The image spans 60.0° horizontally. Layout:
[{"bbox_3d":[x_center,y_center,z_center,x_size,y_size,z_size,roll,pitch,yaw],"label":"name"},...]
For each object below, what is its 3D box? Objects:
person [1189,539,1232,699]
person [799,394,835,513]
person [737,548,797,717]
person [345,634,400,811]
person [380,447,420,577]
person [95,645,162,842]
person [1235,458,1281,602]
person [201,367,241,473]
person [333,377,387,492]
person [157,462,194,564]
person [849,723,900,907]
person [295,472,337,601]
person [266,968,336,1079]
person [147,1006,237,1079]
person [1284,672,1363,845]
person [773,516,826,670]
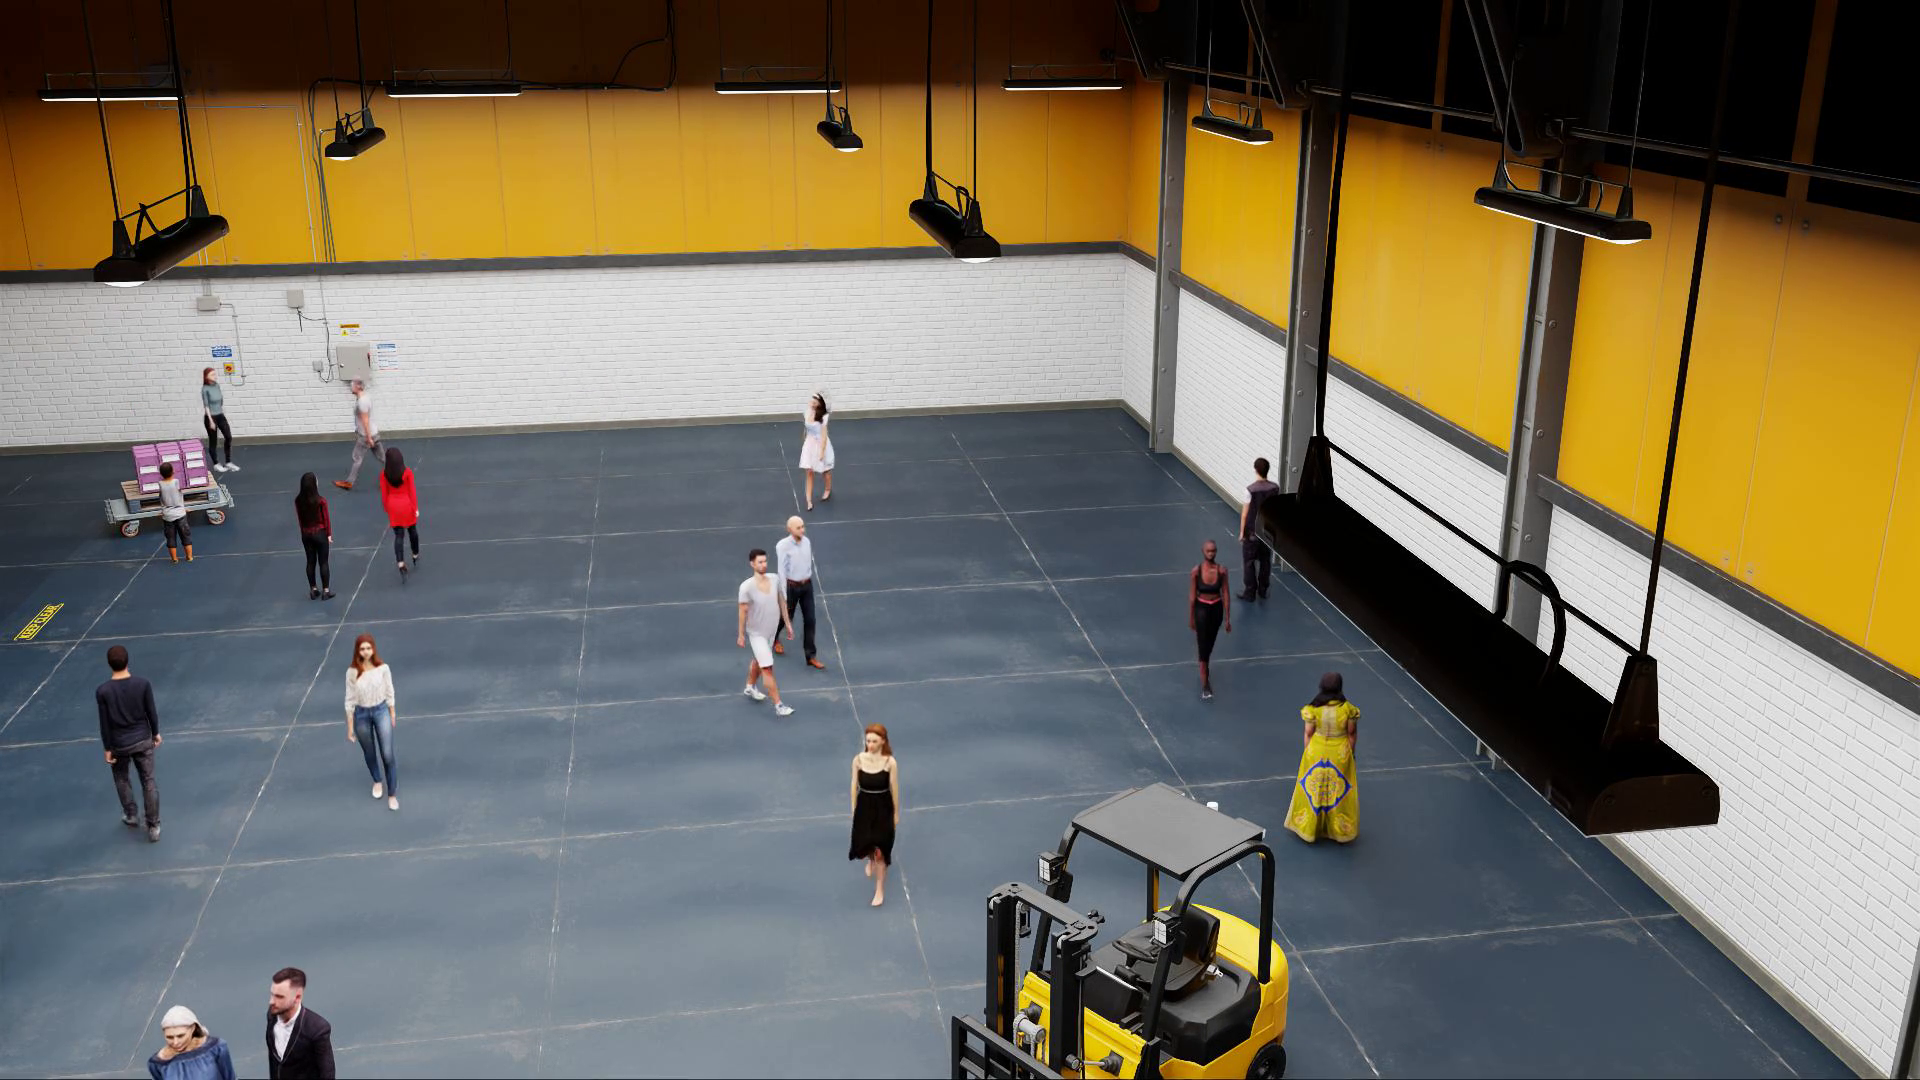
[{"bbox_3d":[2.756,0.818,18.465,0.651,1.712,1.193,-1,19,-4],"label":"person"},{"bbox_3d":[-2.103,-1.314,24.739,1.003,1.749,1.210,10,21,27],"label":"person"},{"bbox_3d":[-2.174,0.958,17.898,1.291,1.808,1.150,16,25,40],"label":"person"},{"bbox_3d":[-5.637,1.680,15.919,0.666,1.702,0.953,-5,19,-15],"label":"person"},{"bbox_3d":[-7.385,-0.339,21.910,0.623,1.706,1.075,-2,19,-6],"label":"person"},{"bbox_3d":[-7.495,1.881,15.092,0.834,1.850,0.944,-12,22,-32],"label":"person"},{"bbox_3d":[3.810,-0.131,21.080,0.694,1.841,0.642,-5,19,-15],"label":"person"},{"bbox_3d":[-11.958,-1.909,26.542,0.841,1.725,0.788,7,20,19],"label":"person"},{"bbox_3d":[-9.001,-1.612,25.579,0.791,1.776,1.087,-2,19,-7],"label":"person"},{"bbox_3d":[-10.653,-0.416,22.524,0.612,1.460,0.570,-8,20,-22],"label":"person"},{"bbox_3d":[-0.701,2.295,14.231,0.706,1.615,0.854,2,19,7],"label":"person"},{"bbox_3d":[-8.204,-0.047,21.129,0.634,1.651,0.604,2,19,6],"label":"person"},{"bbox_3d":[-4.087,3.475,10.366,0.741,1.845,0.772,10,21,26],"label":"person"},{"bbox_3d":[-4.690,3.565,10.364,0.644,1.676,0.694,-5,19,-14],"label":"person"},{"bbox_3d":[3.346,1.976,15.109,0.957,1.659,0.921,3,19,8],"label":"person"},{"bbox_3d":[-1.929,0.572,19.116,1.059,1.762,1.279,-15,24,-38],"label":"person"}]
